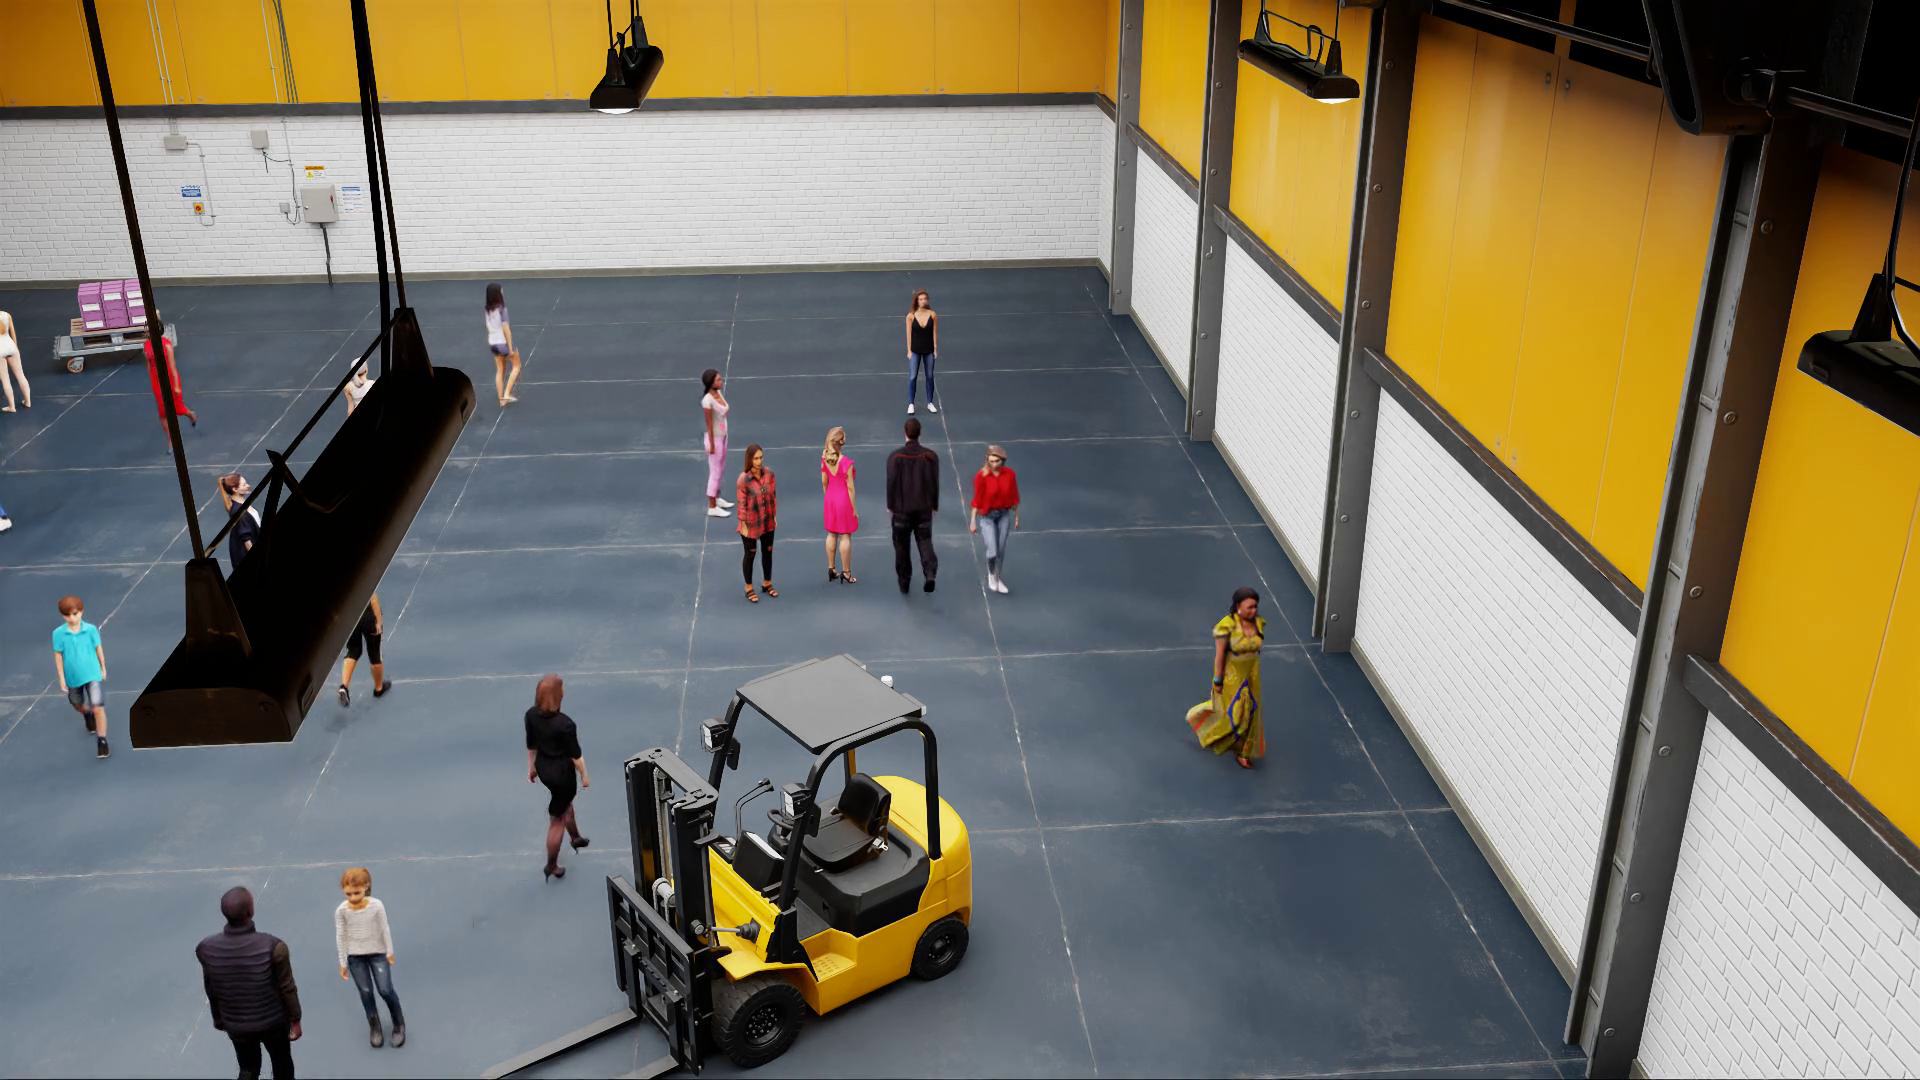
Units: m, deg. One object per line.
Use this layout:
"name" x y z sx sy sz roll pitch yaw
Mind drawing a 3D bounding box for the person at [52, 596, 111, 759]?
"person" -7.594 1.130 14.376 0.692 1.430 0.996 -9 25 -20

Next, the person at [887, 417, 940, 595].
"person" -0.461 -0.287 17.042 0.755 1.892 0.920 -6 24 -13

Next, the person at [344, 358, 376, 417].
"person" -6.985 -1.327 19.659 0.598 1.703 0.532 -3 24 -7

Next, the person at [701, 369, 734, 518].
"person" -2.827 -1.143 19.193 0.690 1.738 0.529 3 24 7

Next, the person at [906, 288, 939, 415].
"person" -0.513 -2.559 22.452 0.610 1.722 0.544 -5 24 -11

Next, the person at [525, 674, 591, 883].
"person" -3.085 1.823 12.472 0.836 1.687 0.934 12 27 26

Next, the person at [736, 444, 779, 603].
"person" -2.075 -0.191 17.059 0.707 1.702 0.728 -18 29 -35

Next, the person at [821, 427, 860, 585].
"person" -1.275 -0.369 17.433 0.663 1.728 0.715 17 29 33

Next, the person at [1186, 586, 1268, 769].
"person" 2.298 1.129 14.110 0.935 1.646 1.055 -13 27 -28

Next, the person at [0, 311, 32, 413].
"person" -12.950 -2.555 22.540 0.679 1.643 0.586 13 27 28

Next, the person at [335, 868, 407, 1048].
"person" -3.905 2.702 10.930 0.481 1.311 0.548 -4 24 -10

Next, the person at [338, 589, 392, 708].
"person" -5.451 0.743 14.977 0.767 1.658 0.967 6 24 12

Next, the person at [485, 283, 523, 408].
"person" -6.286 -2.622 22.601 0.707 1.719 0.746 13 27 27

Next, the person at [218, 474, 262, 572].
"person" -7.003 0.136 16.335 0.759 1.683 0.615 -10 26 -23

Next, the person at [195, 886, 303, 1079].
"person" -4.199 2.899 9.847 0.683 1.816 0.990 -2 24 -4

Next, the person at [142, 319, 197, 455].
"person" -10.044 -1.992 21.152 0.664 1.724 0.996 2 24 4

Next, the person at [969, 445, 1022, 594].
"person" 0.324 -0.230 17.175 0.752 1.681 0.700 -11 26 -23
